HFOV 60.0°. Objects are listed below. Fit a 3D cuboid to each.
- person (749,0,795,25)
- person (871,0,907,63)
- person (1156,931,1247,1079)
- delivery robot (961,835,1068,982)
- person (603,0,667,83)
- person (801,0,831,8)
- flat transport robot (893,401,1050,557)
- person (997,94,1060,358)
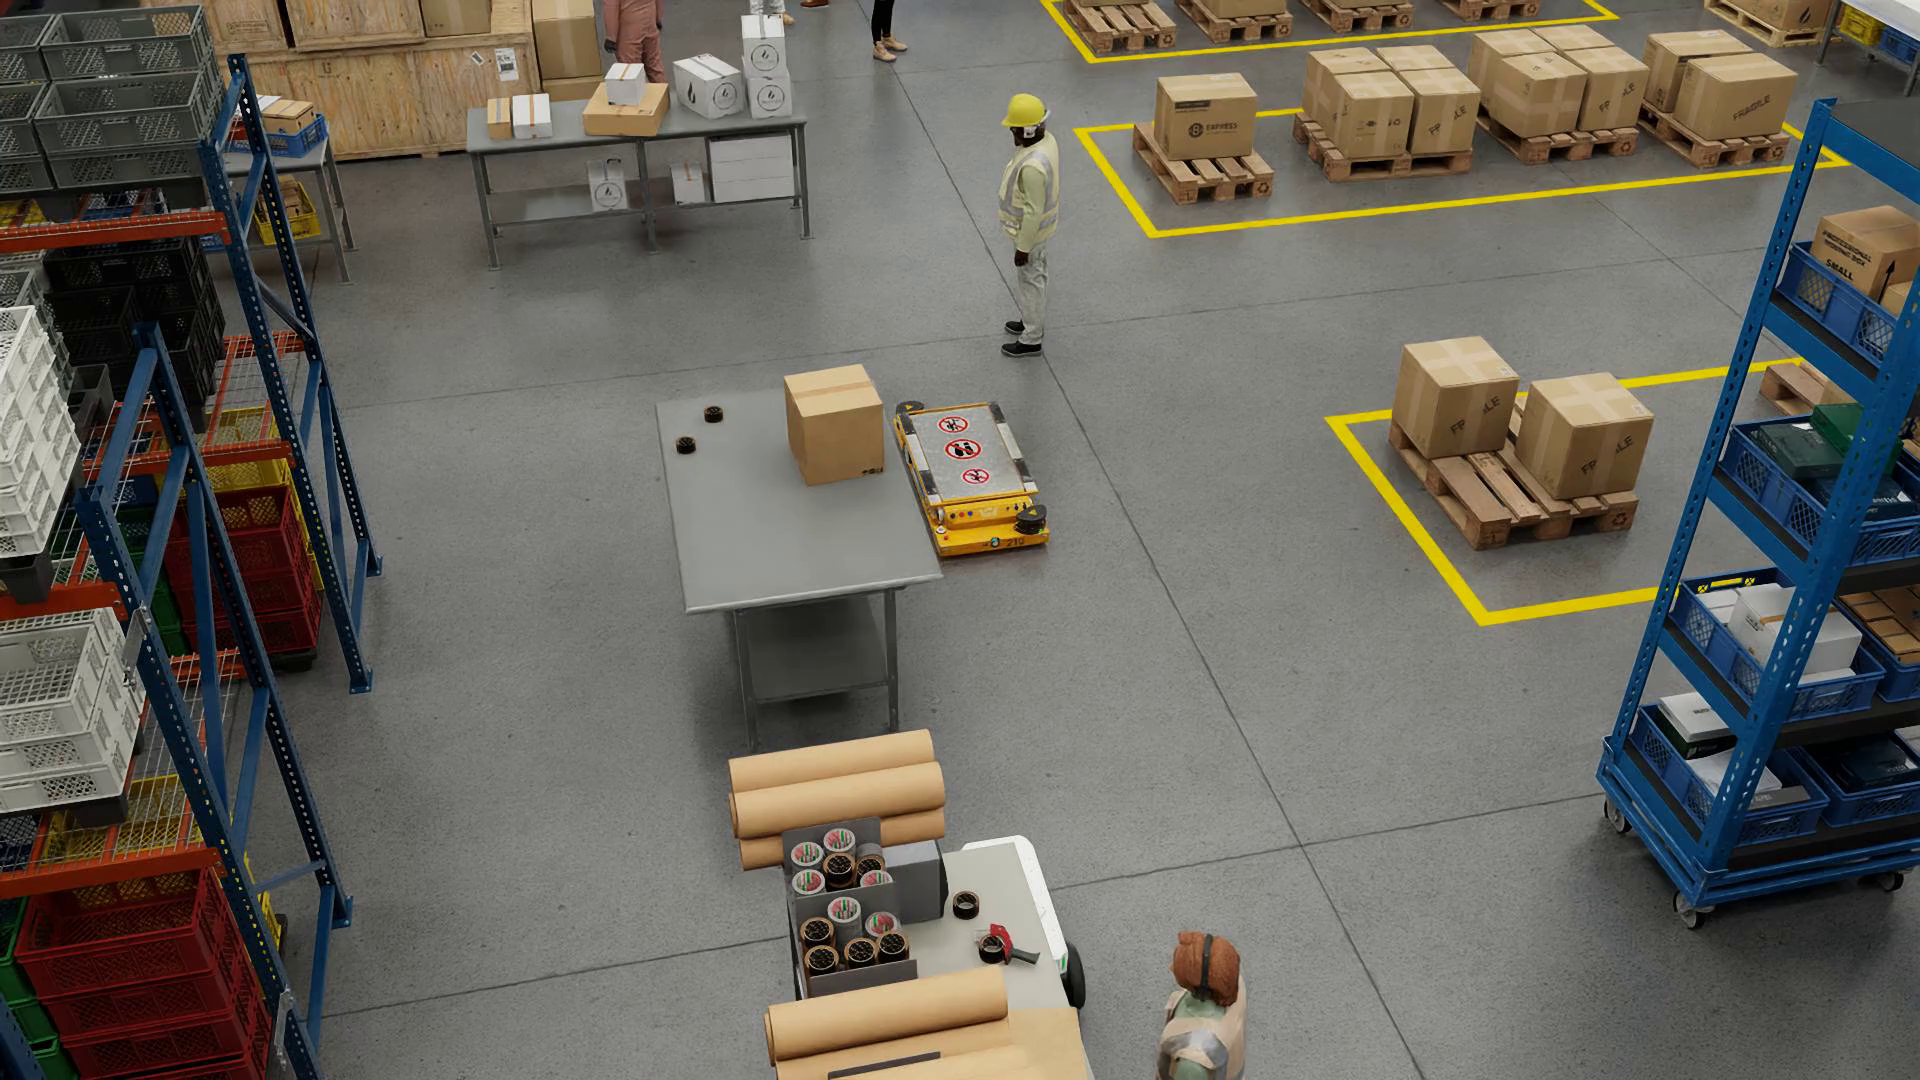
[{"bbox_3d":[-1.879,-5.883,16.144,0.431,1.836,0.618,25,43,29],"label":"person"},{"bbox_3d":[-0.682,-5.361,15.548,0.316,1.695,0.542,13,38,16],"label":"person"},{"bbox_3d":[0.823,1.942,5.790,0.316,1.634,0.514,13,39,17],"label":"person"},{"bbox_3d":[0.217,1.590,7.081,0.477,0.478,0.707,-7,37,-10],"label":"delivery robot"},{"bbox_3d":[-2.772,-4.348,14.015,0.401,1.907,0.646,23,43,28],"label":"person"},{"bbox_3d":[-1.478,-6.319,16.710,0.325,1.857,0.517,-3,37,-3],"label":"person"},{"bbox_3d":[0.046,-0.430,10.108,0.652,0.197,1.431,-8,37,-10],"label":"flat transport robot"},{"bbox_3d":[0.448,-2.083,11.037,0.403,1.825,0.589,5,37,7],"label":"person"}]
